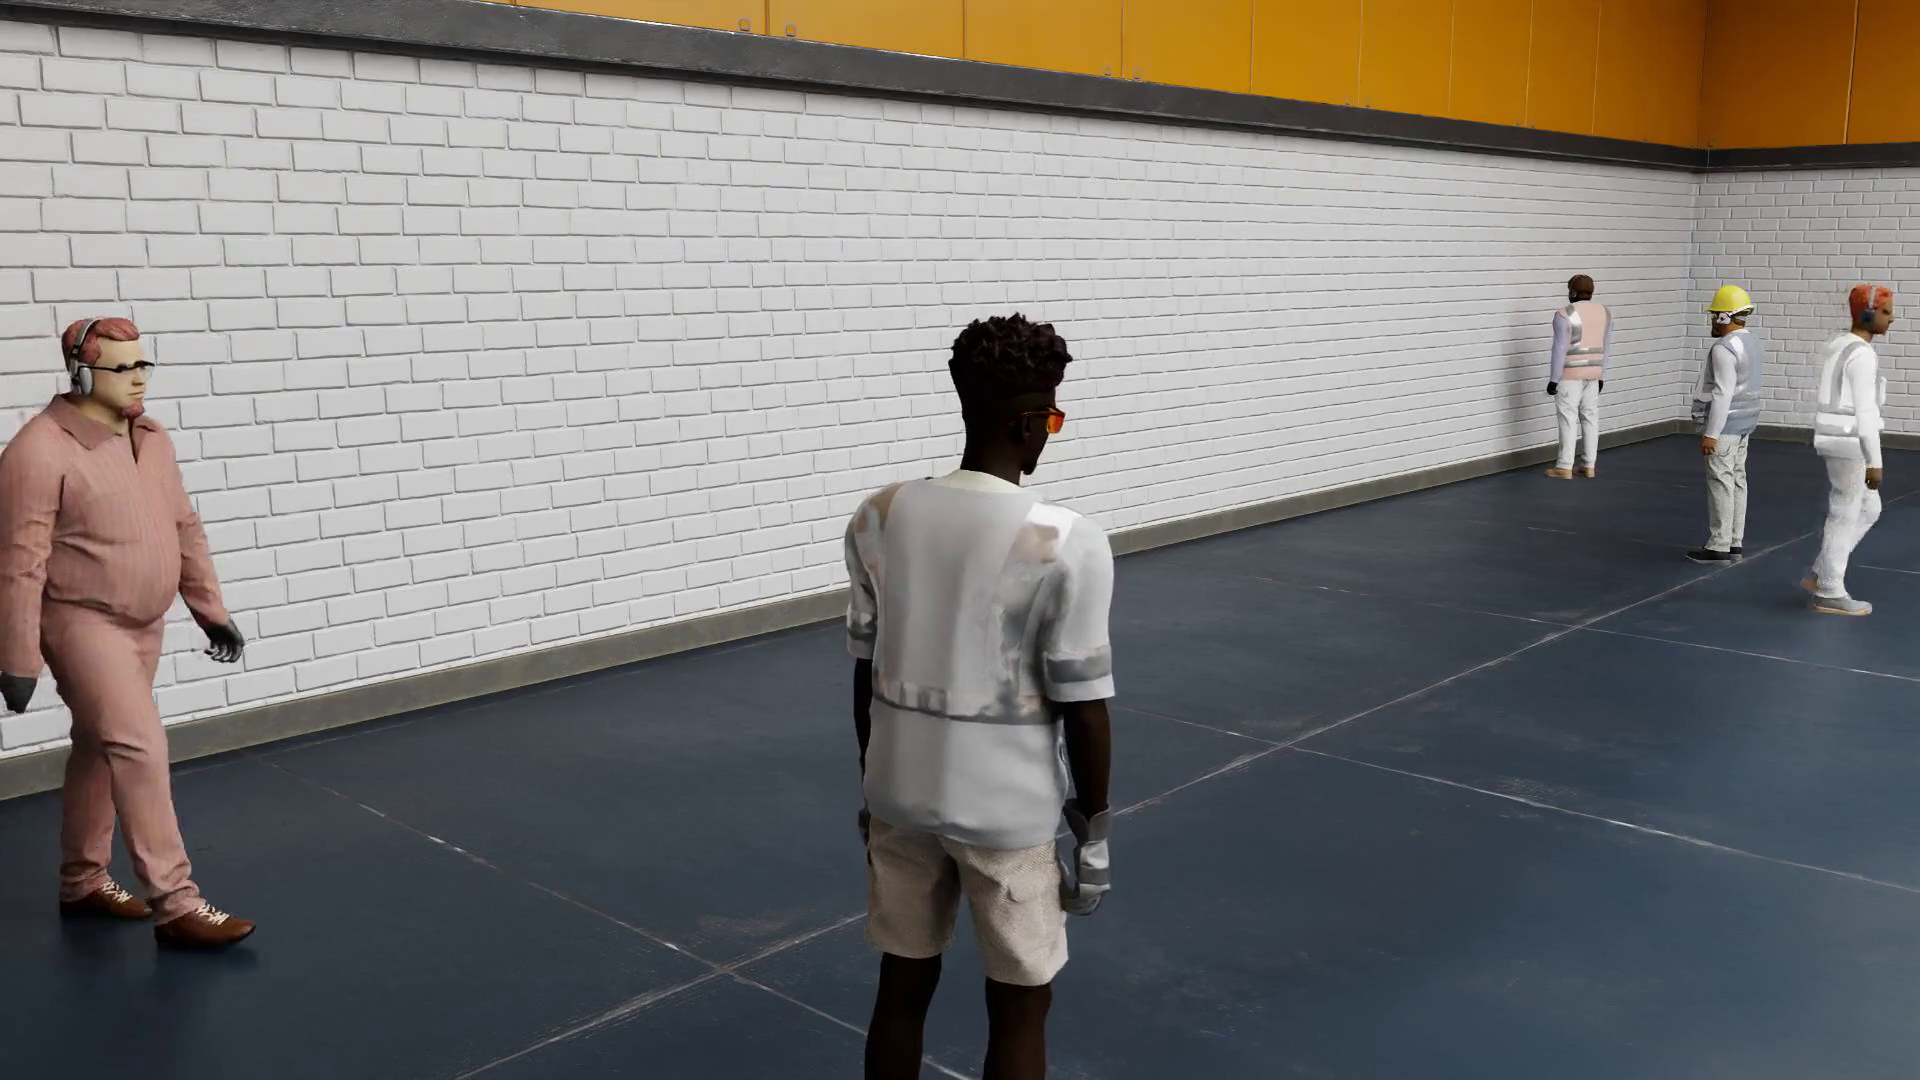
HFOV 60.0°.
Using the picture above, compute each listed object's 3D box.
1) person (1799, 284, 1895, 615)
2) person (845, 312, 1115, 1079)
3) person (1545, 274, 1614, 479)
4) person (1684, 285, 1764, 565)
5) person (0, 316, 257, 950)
[{"bbox_3d":[5.036,-0.493,9.359,0.416,1.874,0.619,3,10,17],"label":"person"},{"bbox_3d":[0.037,0.522,3.377,0.610,1.954,0.406,7,12,33],"label":"person"},{"bbox_3d":[5.565,-1.471,15.025,0.633,1.841,0.429,-4,11,-22],"label":"person"},{"bbox_3d":[5.031,-0.752,10.958,0.403,1.830,0.600,9,14,43],"label":"person"},{"bbox_3d":[-2.436,0.281,4.962,0.860,1.869,0.663,1,10,4],"label":"person"}]
